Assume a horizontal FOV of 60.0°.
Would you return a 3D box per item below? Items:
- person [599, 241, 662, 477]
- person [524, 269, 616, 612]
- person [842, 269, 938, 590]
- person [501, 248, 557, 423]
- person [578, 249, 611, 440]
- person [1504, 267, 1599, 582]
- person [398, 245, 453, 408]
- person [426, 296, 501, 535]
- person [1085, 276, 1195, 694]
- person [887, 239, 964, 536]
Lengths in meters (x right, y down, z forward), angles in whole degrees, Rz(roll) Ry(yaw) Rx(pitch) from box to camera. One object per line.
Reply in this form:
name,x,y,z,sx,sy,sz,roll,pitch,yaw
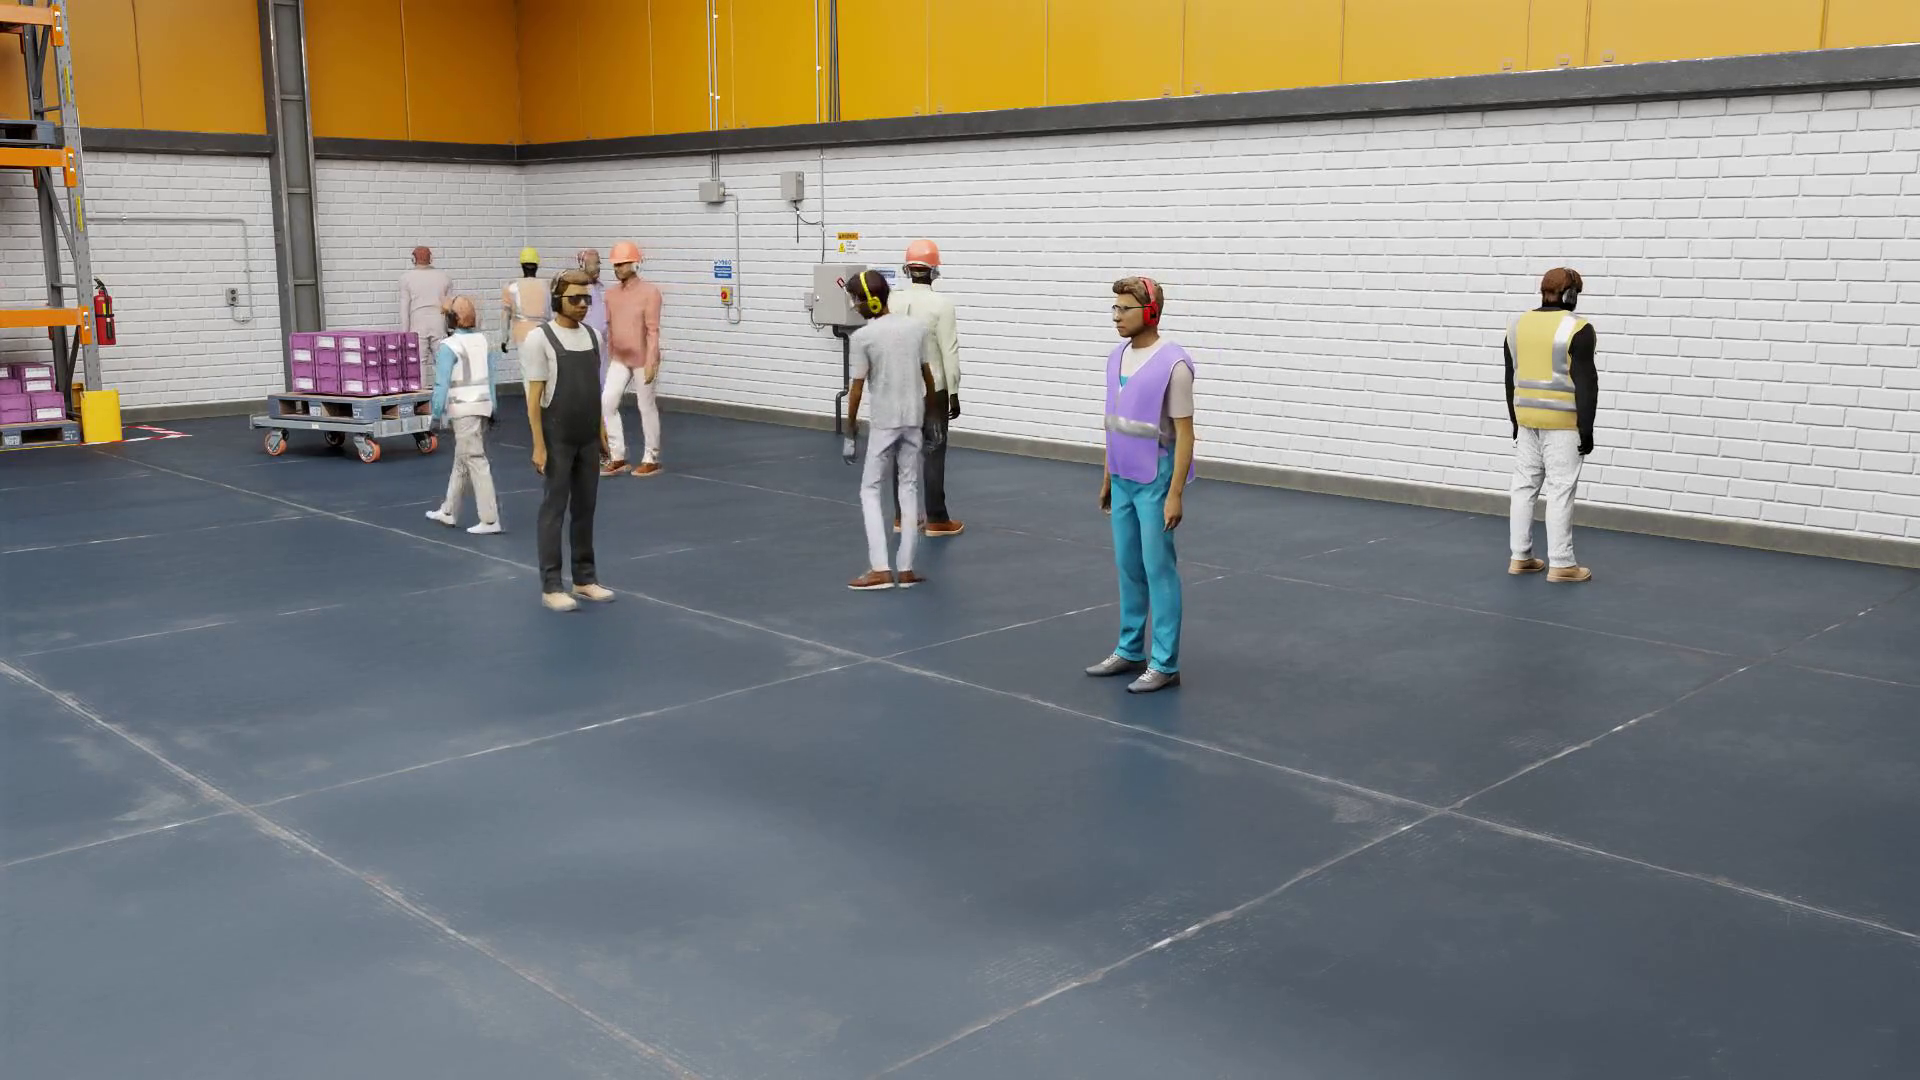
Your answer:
person,-2.772,-1.486,13.851,0.617,1.973,0.675,5,12,26
person,-2.115,-0.542,9.039,0.328,1.842,0.515,7,13,35
person,-0.383,-0.612,9.488,0.620,1.837,0.368,-5,12,-26
person,-4.630,-2.206,17.987,0.585,1.891,0.955,-6,12,-28
person,-3.679,-1.916,16.392,0.621,1.892,0.657,6,12,28
person,3.491,-0.677,9.793,0.429,1.840,0.624,-6,12,-30
person,-6.218,-2.469,19.378,0.652,1.904,0.403,-8,13,-36
person,-3.445,-0.842,11.280,0.758,1.606,0.541,3,11,16
person,0.834,-0.247,7.421,0.373,1.843,0.571,-6,12,-28
person,-0.249,-1.023,11.240,0.622,1.996,0.368,8,13,37
